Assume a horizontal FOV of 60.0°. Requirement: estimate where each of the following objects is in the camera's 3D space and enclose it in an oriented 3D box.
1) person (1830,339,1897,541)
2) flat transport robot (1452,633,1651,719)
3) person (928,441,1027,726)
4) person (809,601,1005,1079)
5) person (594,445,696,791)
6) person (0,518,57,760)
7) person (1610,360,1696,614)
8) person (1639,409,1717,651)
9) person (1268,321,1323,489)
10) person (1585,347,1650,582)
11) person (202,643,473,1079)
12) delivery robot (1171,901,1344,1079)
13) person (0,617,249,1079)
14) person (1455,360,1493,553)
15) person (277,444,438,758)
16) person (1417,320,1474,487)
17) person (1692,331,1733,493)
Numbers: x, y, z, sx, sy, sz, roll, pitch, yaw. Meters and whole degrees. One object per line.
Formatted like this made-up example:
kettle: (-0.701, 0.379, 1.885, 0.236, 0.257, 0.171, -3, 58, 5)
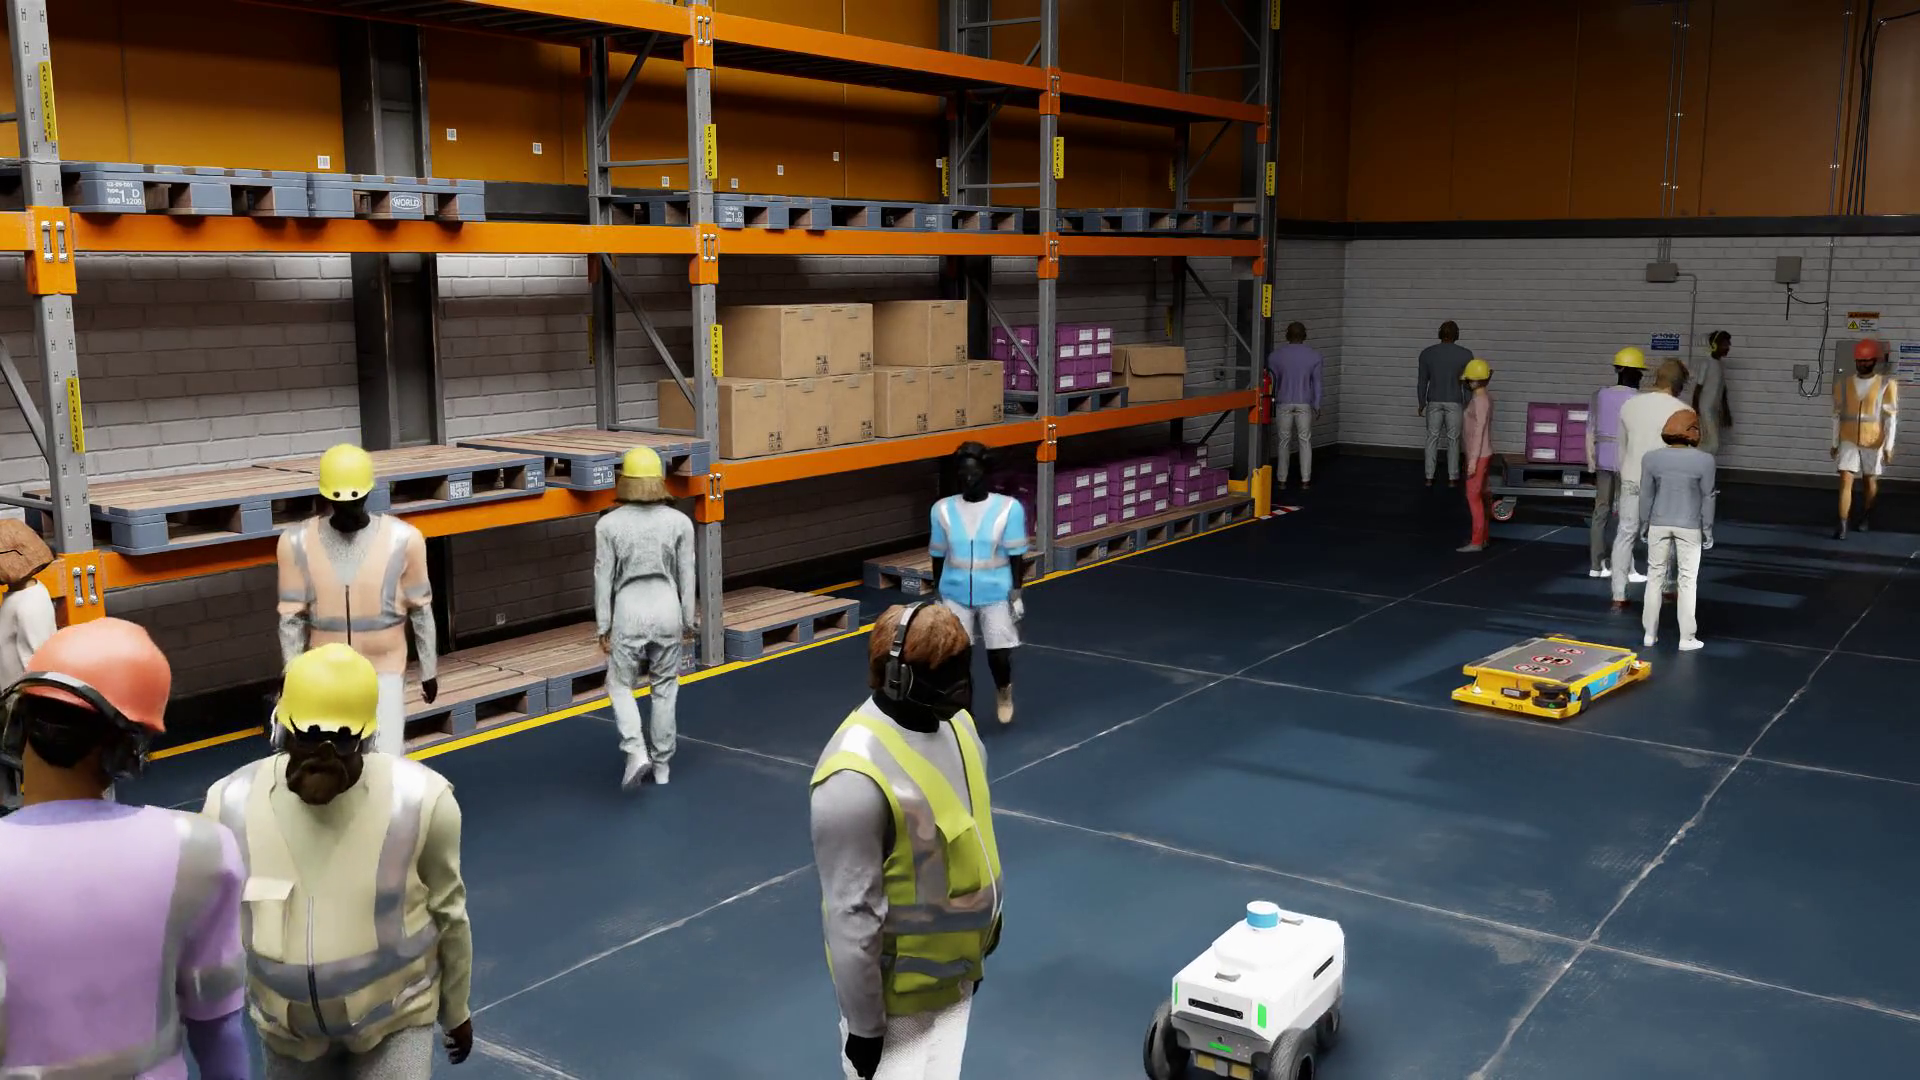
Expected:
person: (8.611, -0.970, 15.867, 0.556, 1.896, 0.970, 7, 12, 37)
flat transport robot: (3.612, 0.806, 10.099, 0.652, 0.197, 1.431, 8, 13, 41)
person: (0.097, 0.295, 8.927, 0.545, 1.682, 0.548, 2, 10, 12)
person: (-0.111, 1.047, 4.042, 0.431, 1.836, 0.618, 4, 10, 24)
person: (-1.543, 0.397, 8.206, 0.509, 1.733, 0.547, -3, 10, -18)
person: (-3.675, 0.719, 6.592, 0.277, 1.628, 0.500, -6, 11, -31)
person: (5.252, -0.405, 12.507, 0.981, 1.878, 0.652, -8, 13, -41)
person: (4.850, -0.070, 11.267, 0.498, 1.633, 0.278, 8, 12, 38)
person: (3.848, -1.545, 19.148, 0.632, 1.936, 0.359, 1, 10, 6)
person: (5.410, -0.612, 13.638, 0.383, 1.923, 0.588, -6, 11, -32)
person: (-1.473, 1.077, 4.005, 0.624, 1.794, 0.717, 0, 10, -2)
delivery robot: (0.971, 1.412, 5.370, 0.477, 0.478, 0.707, 6, 11, 33)
person: (-1.522, 1.159, 2.915, 0.671, 1.986, 0.715, -9, 13, -44)
person: (4.647, -0.748, 15.008, 0.311, 1.740, 0.634, 3, 10, 18)
person: (-2.498, 0.534, 6.908, 0.595, 1.895, 0.500, -1, 10, -8)
person: (5.644, -1.580, 19.351, 0.638, 1.938, 0.357, 5, 11, 26)
person: (8.471, -1.437, 18.773, 0.407, 1.850, 0.548, 9, 13, 44)
